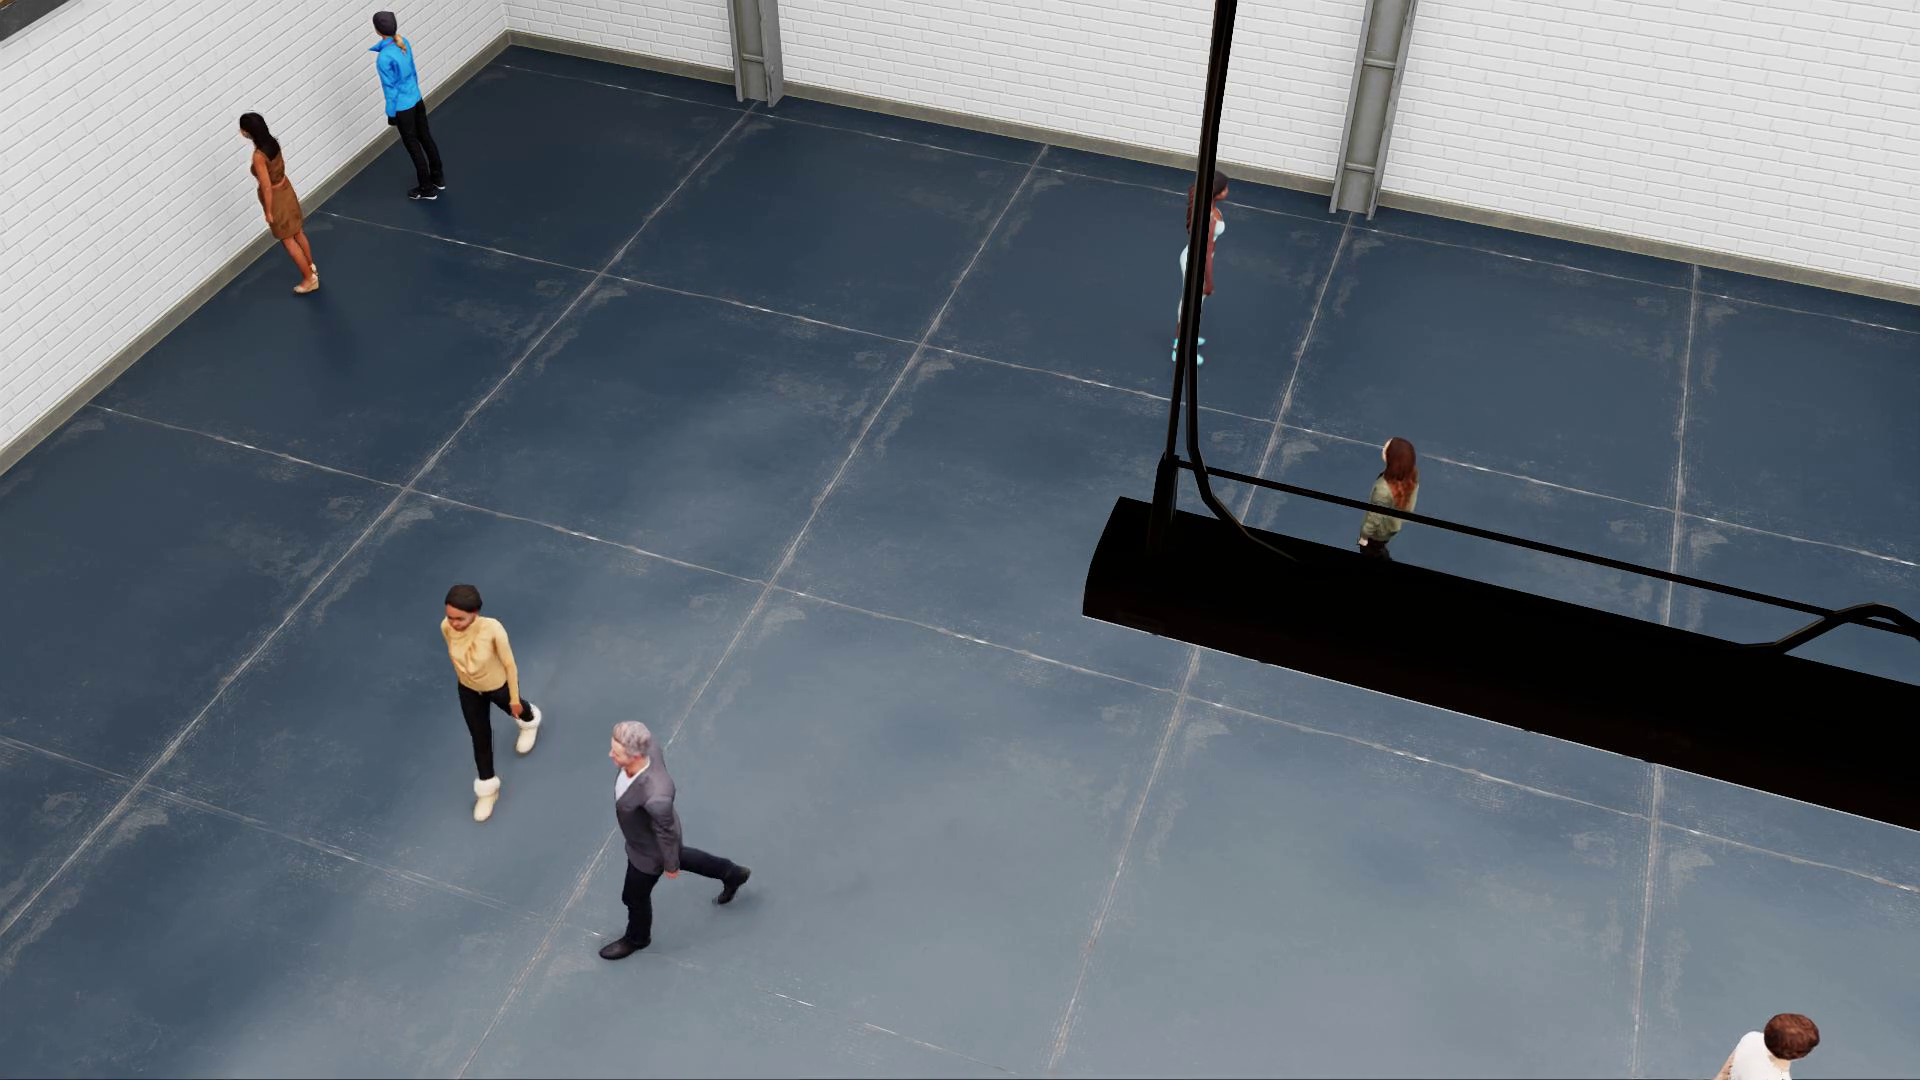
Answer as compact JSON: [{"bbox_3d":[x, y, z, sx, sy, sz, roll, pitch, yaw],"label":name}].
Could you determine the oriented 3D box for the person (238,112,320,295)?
[{"bbox_3d":[-5.656,-2.815,13.840,0.645,1.679,0.673,1,44,1],"label":"person"}]

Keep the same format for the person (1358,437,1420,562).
[{"bbox_3d":[2.887,-0.081,11.120,0.754,1.471,0.706,32,52,29],"label":"person"}]

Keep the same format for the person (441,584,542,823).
[{"bbox_3d":[-2.813,0.829,10.058,1.082,1.621,0.817,7,44,7],"label":"person"}]

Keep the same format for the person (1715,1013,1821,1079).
[{"bbox_3d":[3.660,2.812,7.970,1.142,1.629,0.853,-3,44,-3],"label":"person"}]

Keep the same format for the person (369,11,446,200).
[{"bbox_3d":[-4.945,-3.887,14.881,0.503,1.795,0.610,14,45,14],"label":"person"}]

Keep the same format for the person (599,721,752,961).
[{"bbox_3d":[-1.614,1.602,9.115,1.292,1.802,1.199,-15,46,-15],"label":"person"}]

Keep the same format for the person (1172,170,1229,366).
[{"bbox_3d":[1.866,-2.153,13.113,0.654,1.724,0.639,-3,44,-3],"label":"person"}]
